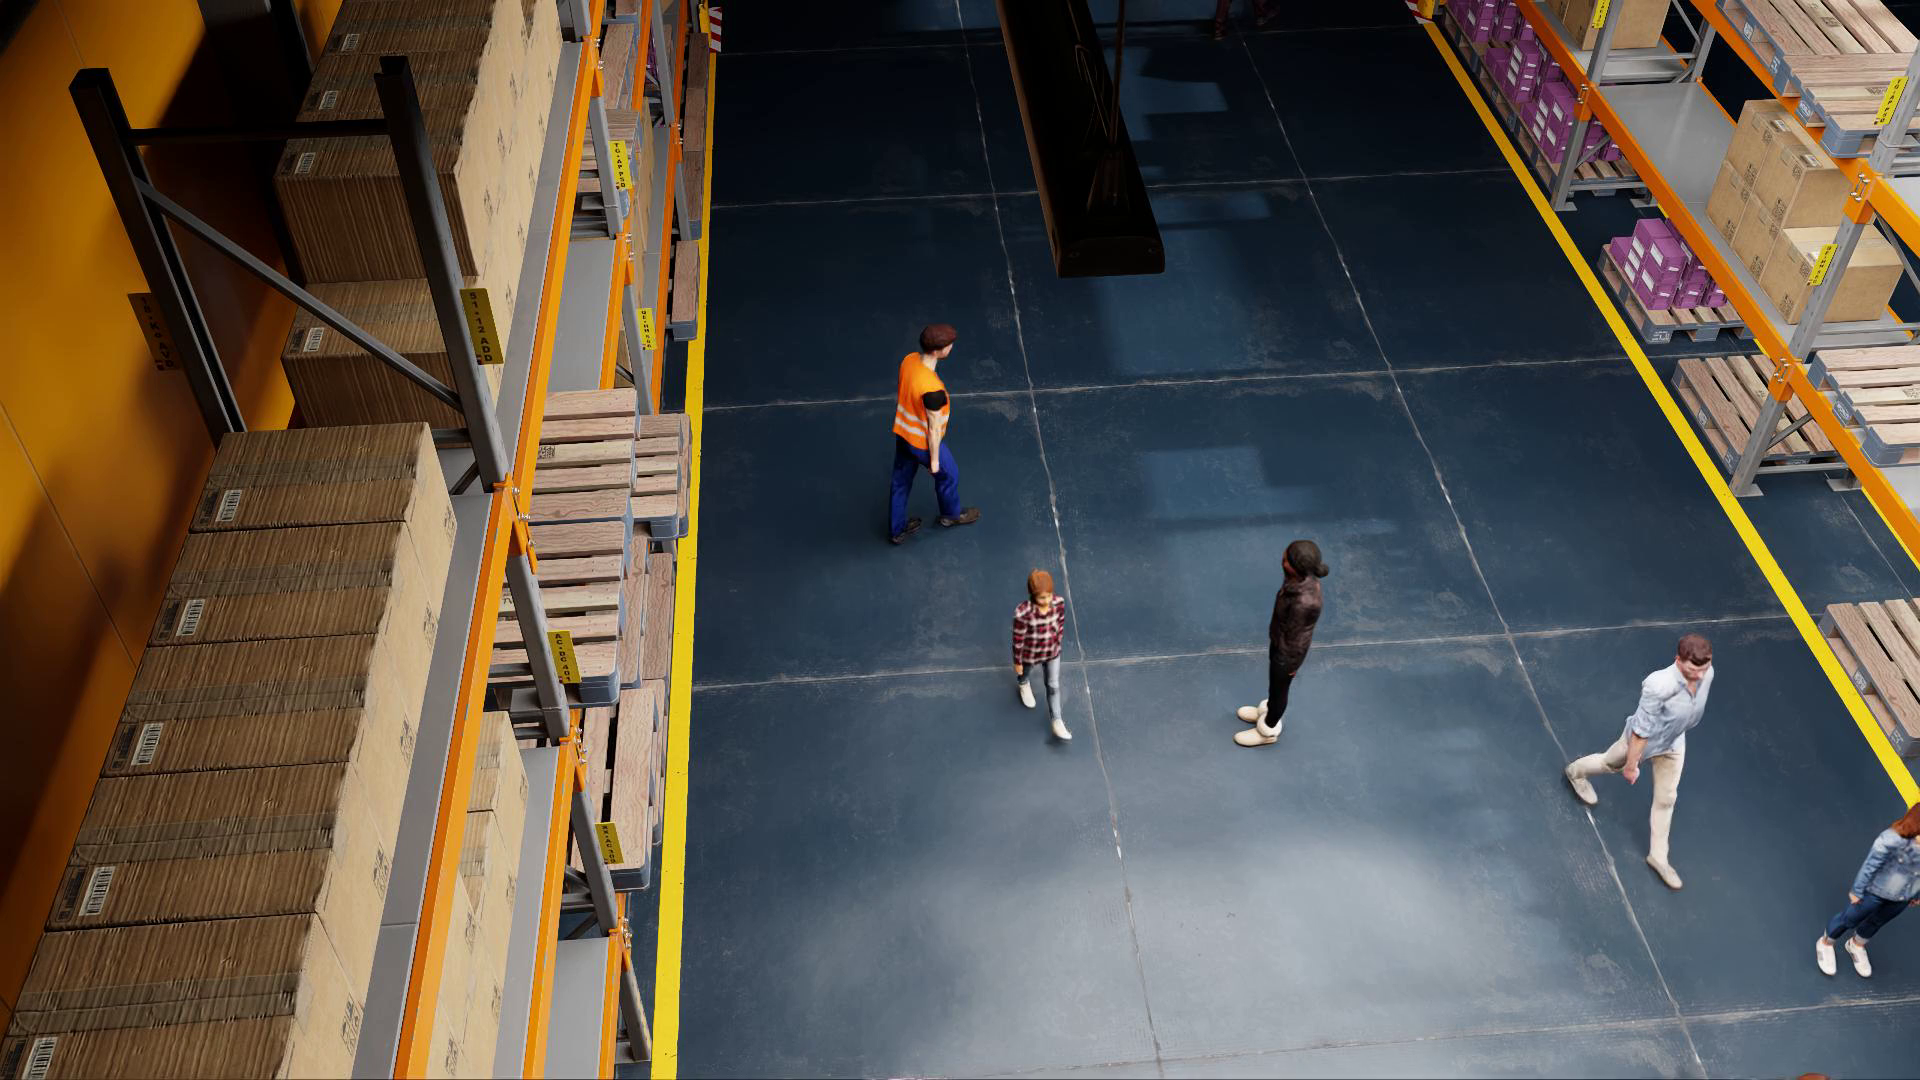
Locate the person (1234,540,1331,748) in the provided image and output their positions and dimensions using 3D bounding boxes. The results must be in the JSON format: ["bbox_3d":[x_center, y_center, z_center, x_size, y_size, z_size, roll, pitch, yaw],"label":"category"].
[{"bbox_3d":[2.070,0.652,10.422,0.686,1.663,0.626,24,49,23],"label":"person"}]

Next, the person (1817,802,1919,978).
[{"bbox_3d":[5.153,1.908,9.240,0.559,1.475,0.491,-1,44,-1],"label":"person"}]

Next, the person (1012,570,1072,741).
[{"bbox_3d":[0.476,0.647,10.710,0.670,1.273,0.922,-13,45,-13],"label":"person"}]

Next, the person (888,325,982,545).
[{"bbox_3d":[-0.343,-0.684,11.688,1.023,1.851,1.032,-27,50,-25],"label":"person"}]

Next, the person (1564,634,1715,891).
[{"bbox_3d":[4.013,1.125,9.828,0.926,1.796,1.328,-18,46,-18],"label":"person"}]

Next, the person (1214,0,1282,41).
[{"bbox_3d":[2.930,-6.090,17.387,1.176,1.817,1.205,-31,52,-28],"label":"person"}]
